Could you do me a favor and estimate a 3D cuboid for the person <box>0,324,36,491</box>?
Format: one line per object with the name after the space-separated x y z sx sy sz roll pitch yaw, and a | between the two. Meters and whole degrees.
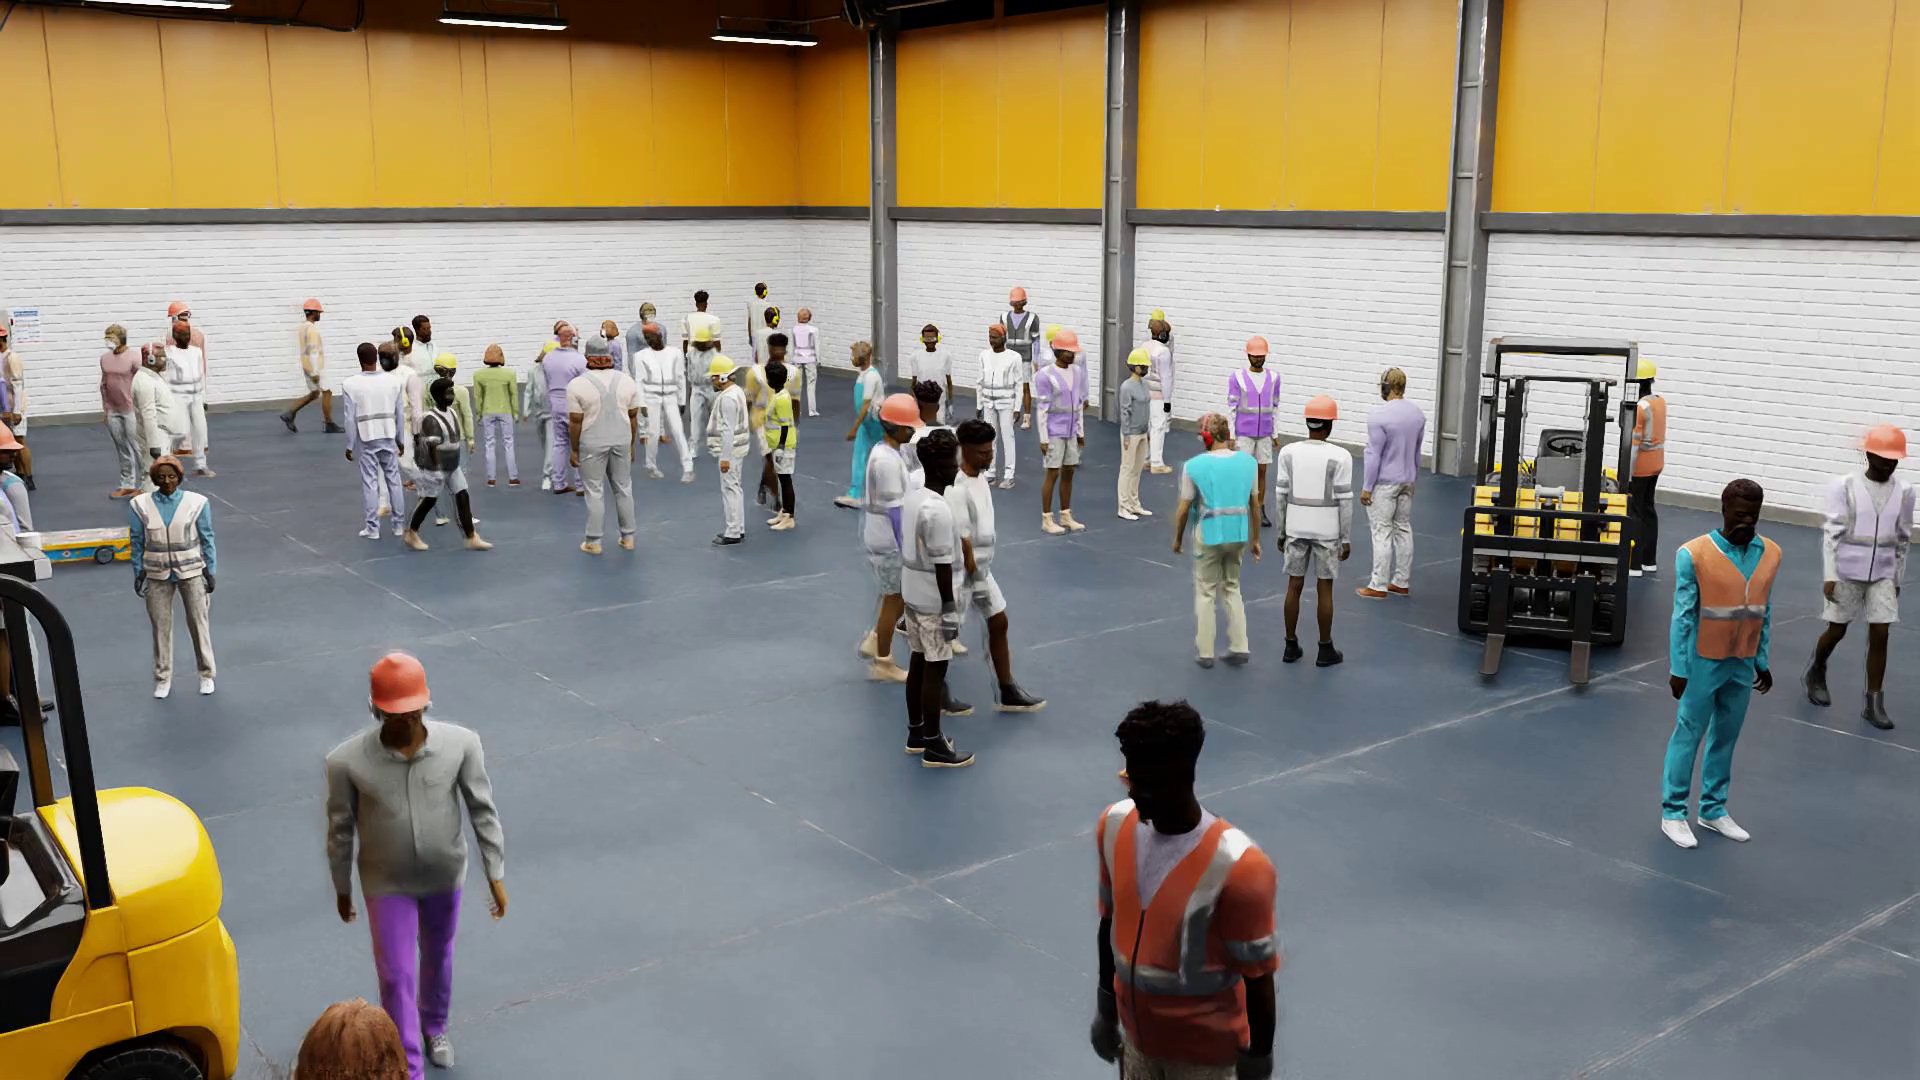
-10.752 -1.498 18.762 0.553 1.923 0.391 9 15 37 | person

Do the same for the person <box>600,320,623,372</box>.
-4.805 -2.210 22.890 0.278 1.636 0.505 -9 15 -36 | person

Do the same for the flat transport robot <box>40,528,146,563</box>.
-8.188 0.067 15.207 1.431 0.197 0.652 -6 13 -26 | flat transport robot

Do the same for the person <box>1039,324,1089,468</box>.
1.260 -1.747 20.305 0.621 1.782 0.439 -1 12 -3 | person

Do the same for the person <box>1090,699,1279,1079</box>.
0.613 1.389 4.746 0.402 1.952 0.639 -9 15 -38 | person

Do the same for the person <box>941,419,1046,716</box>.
0.160 0.202 10.508 0.862 1.929 0.617 5 13 23 | person

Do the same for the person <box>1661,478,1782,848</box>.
3.899 0.617 8.555 0.594 1.915 0.373 -3 12 -16 | person

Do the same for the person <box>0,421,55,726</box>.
-6.015 0.206 10.490 0.354 1.939 0.544 -4 12 -19 | person

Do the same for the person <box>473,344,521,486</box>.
-5.321 -1.428 19.119 0.501 1.633 0.284 -1 12 -6 | person

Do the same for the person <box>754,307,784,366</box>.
-2.530 -2.188 22.266 0.525 1.857 0.343 8 14 33 | person

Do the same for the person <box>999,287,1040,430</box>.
0.823 -2.586 23.725 0.616 2.039 0.384 4 12 20 | person

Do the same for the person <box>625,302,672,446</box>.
-4.155 -2.219 22.240 0.386 1.927 0.641 11 16 43 | person

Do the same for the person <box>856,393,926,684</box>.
-0.436 0.003 11.302 0.422 2.013 0.607 0 12 1 | person

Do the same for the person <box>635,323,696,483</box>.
-3.464 -1.607 19.486 0.635 1.839 0.663 -4 12 -17 | person

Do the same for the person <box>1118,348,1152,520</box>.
1.830 -1.097 17.199 0.311 1.768 0.533 8 14 32 | person

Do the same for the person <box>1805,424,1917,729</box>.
5.749 0.195 10.603 0.561 1.914 0.715 1 12 7 | person

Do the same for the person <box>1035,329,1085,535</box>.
1.015 -1.059 16.383 0.611 2.032 0.411 -11 16 -43 | person

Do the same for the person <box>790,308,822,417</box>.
-2.337 -2.686 25.203 0.515 1.632 0.312 4 12 20 | person

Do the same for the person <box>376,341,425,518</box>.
-5.923 -1.167 17.384 0.648 1.829 0.645 4 12 17 | person

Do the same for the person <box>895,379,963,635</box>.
-0.242 -0.237 12.612 0.616 1.951 0.388 -6 13 -27 | person

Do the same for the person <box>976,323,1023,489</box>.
0.441 -1.525 18.979 0.584 1.882 0.337 7 14 31 | person

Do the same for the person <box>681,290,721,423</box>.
-3.771 -2.670 24.347 0.602 1.957 0.385 2 12 10 | person

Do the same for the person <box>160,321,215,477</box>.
-9.227 -1.668 19.740 0.649 1.864 0.582 5 13 25 | person

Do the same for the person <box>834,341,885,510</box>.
-0.987 -1.222 17.751 0.890 1.781 0.466 -7 14 -31 | person

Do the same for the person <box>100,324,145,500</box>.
-9.149 -1.400 18.249 0.635 1.936 0.356 4 12 20 | person

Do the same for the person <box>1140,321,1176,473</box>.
2.376 -1.724 20.063 0.429 1.837 0.633 -5 13 -22 | person

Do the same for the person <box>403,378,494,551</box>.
-4.869 -0.699 15.554 0.840 1.657 0.559 3 12 12 | person

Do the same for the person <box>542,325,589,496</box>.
-4.317 -1.434 18.506 0.653 1.900 0.406 6 13 27 | person

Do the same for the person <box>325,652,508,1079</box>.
-1.965 1.239 6.062 0.589 1.705 0.885 -6 13 -28 | person

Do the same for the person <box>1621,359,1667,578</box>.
5.944 -0.629 14.584 0.594 1.917 0.397 -11 16 -42 | person

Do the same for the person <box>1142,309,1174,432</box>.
2.774 -2.382 23.463 0.488 1.743 0.319 -4 12 -17 | person

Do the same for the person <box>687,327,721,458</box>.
-3.262 -1.883 21.204 0.515 1.666 0.898 3 12 15 | person

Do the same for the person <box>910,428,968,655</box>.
-0.157 0.026 11.967 0.537 1.693 0.321 -6 13 -28 | person

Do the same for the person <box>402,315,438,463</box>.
-6.406 -1.727 19.872 0.392 1.919 0.591 3 12 14 | person

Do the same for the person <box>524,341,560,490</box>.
-4.709 -1.468 19.165 0.511 1.688 0.828 1 12 7 | person

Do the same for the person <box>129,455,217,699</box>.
-5.220 0.241 11.075 0.519 1.633 0.314 -3 12 -16 | person

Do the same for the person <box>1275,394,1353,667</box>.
2.523 -0.070 11.829 0.552 1.932 0.377 7 13 30 | person

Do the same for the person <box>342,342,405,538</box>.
-5.694 -0.967 16.214 0.589 1.914 0.392 -9 15 -37 | person

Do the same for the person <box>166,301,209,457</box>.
-9.942 -2.066 21.369 0.412 1.979 0.631 3 12 16 | person

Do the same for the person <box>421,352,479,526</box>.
-5.150 -1.013 16.794 0.533 1.768 0.310 2 12 8 | person

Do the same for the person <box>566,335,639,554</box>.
-3.372 -0.901 15.587 0.683 2.000 0.536 -8 14 -33 | person

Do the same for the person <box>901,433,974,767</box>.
-0.156 0.344 9.755 0.373 1.966 0.605 -4 12 -18 | person

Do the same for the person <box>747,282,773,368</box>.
-3.407 -3.467 28.443 0.502 1.858 0.328 4 12 20 | person

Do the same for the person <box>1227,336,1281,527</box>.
2.961 -1.086 16.731 0.552 1.937 0.356 -2 12 -10 | person

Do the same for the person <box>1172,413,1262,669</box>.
1.822 0.020 11.668 0.618 1.819 0.518 -4 12 -17 | person

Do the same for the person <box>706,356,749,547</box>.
-2.212 -0.849 15.877 0.403 1.821 0.602 0 12 -2 | person

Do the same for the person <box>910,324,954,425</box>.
-0.324 -1.579 19.312 0.510 1.861 0.324 0 12 -1 | person

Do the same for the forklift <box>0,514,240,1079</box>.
-3.687 1.115 5.480 2.313 2.155 1.214 -9 15 -36 | forklift

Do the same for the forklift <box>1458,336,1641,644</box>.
4.683 -0.471 13.136 1.214 2.155 2.313 4 12 20 | forklift

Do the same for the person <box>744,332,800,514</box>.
-2.017 -1.250 17.595 0.606 1.925 0.924 -8 14 -35 | person

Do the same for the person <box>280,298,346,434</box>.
-9.084 -2.420 23.239 0.709 1.916 0.549 -9 15 -37 | person

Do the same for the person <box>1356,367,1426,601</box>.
3.567 -0.460 13.744 0.632 1.930 0.378 -8 14 -35 | person

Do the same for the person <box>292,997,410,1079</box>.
-1.311 1.778 3.745 0.517 1.578 0.873 2 12 9 | person

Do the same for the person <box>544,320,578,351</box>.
-5.445 -2.190 22.789 0.513 1.640 0.309 -9 15 -38 | person

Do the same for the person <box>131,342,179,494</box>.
-7.930 -1.008 16.464 0.394 1.899 0.642 -4 12 -18 | person

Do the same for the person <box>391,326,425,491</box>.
-6.228 -1.493 18.881 0.332 1.865 0.520 -6 13 -26 | person

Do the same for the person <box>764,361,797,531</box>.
-1.791 -0.936 16.601 0.320 1.692 0.531 -2 12 -10 | person

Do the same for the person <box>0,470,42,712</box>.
-6.144 0.195 10.519 0.615 1.945 0.400 3 12 14 | person
